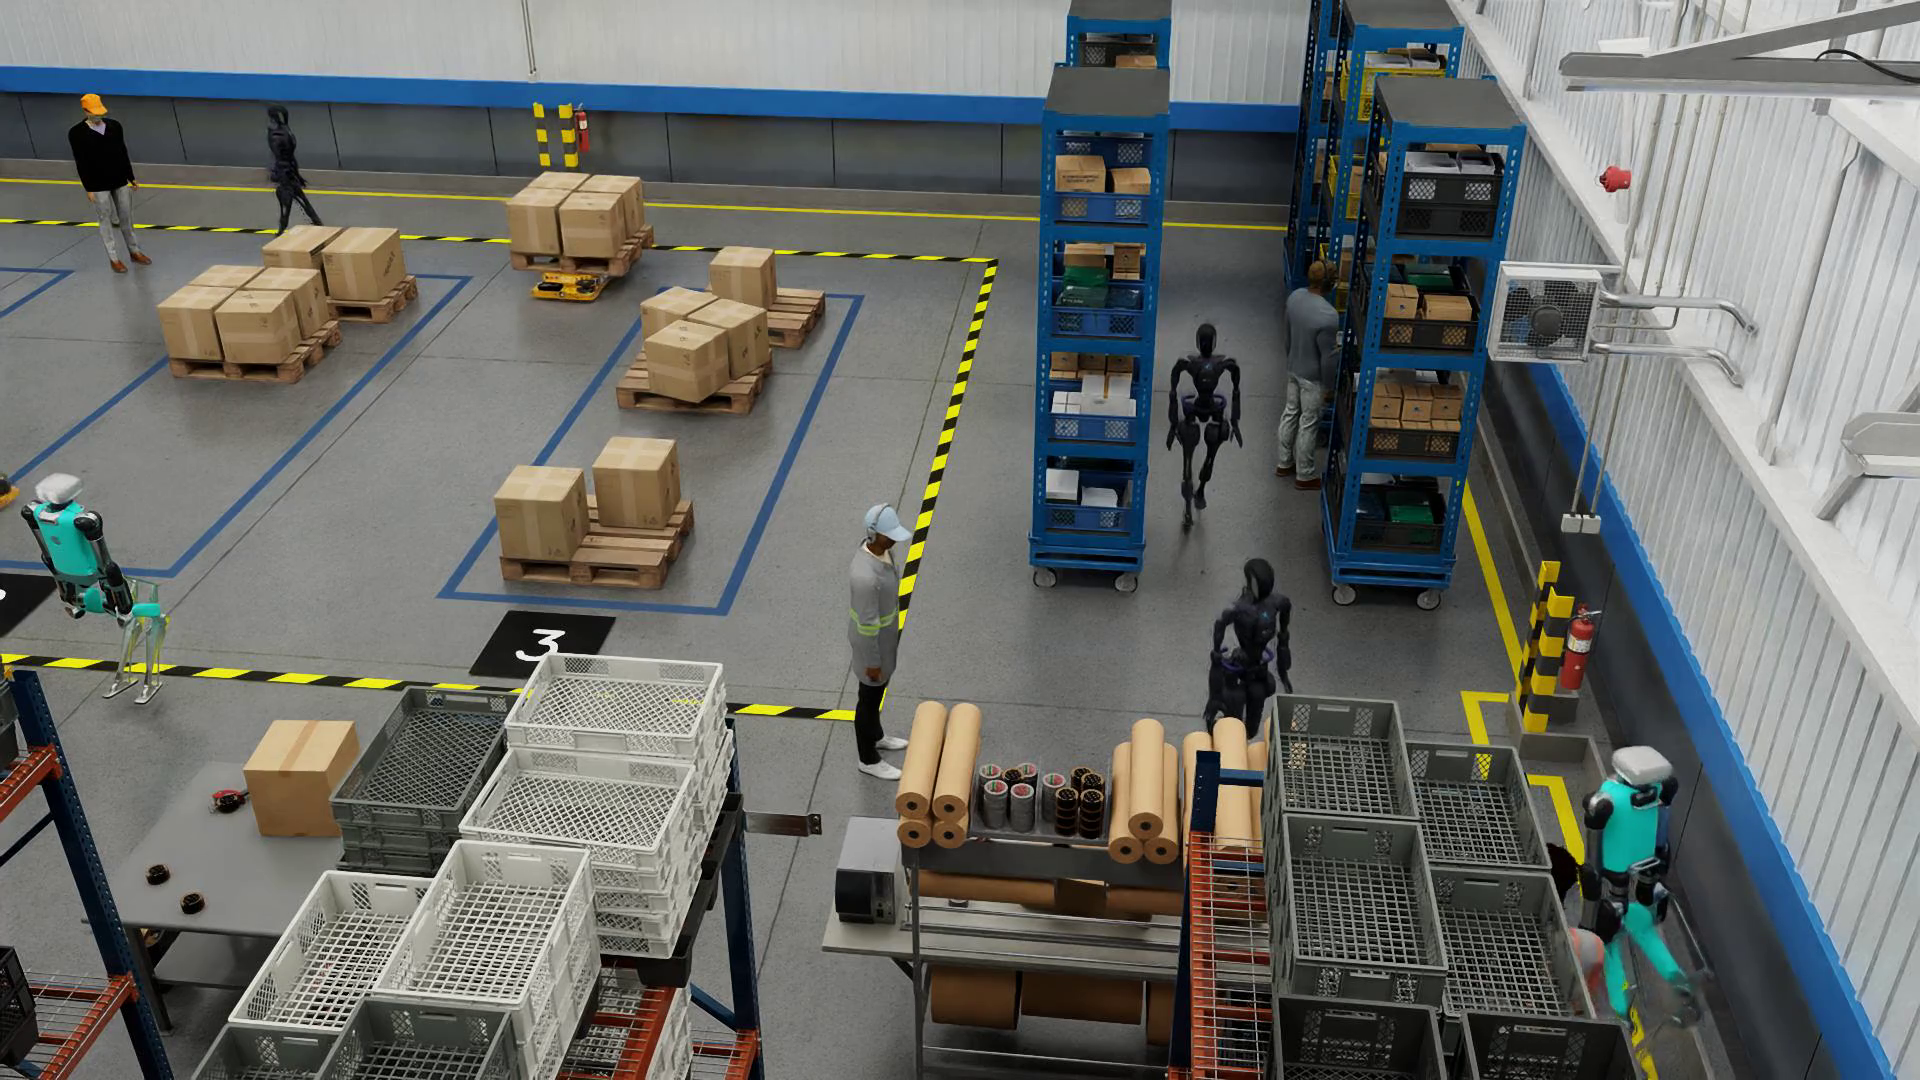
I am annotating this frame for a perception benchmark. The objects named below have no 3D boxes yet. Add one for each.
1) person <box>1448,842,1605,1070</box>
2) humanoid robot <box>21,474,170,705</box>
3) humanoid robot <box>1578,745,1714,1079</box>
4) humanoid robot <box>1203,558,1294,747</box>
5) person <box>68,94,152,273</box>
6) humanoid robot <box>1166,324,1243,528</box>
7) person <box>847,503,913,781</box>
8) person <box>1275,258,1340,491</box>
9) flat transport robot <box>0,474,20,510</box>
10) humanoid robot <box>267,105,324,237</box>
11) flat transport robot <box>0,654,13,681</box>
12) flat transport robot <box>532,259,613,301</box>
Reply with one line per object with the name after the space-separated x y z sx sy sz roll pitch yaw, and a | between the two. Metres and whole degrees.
2.425 2.117 7.382 0.600 1.926 0.750 -1 30 -2 | person
-5.413 0.253 10.650 0.533 1.673 0.735 9 31 15 | humanoid robot
3.301 1.916 7.967 0.546 1.803 0.859 -14 33 -23 | humanoid robot
1.675 0.787 9.945 0.601 1.624 0.699 -14 33 -22 | humanoid robot
-8.977 -3.776 17.560 0.382 1.879 0.585 19 35 29 | person
1.899 -0.884 12.823 0.595 1.632 0.747 1 30 1 | humanoid robot
-0.472 0.595 10.084 0.407 1.847 0.589 4 30 7 | person
2.801 -1.325 13.291 0.373 1.940 0.629 -12 32 -20 | person
-8.353 -0.327 13.208 1.431 0.197 0.652 3 30 6 | flat transport robot
-7.217 -3.898 18.007 0.794 1.620 0.616 -3 30 -5 | humanoid robot
-7.142 0.969 11.010 1.431 0.231 0.659 3 30 6 | flat transport robot
-3.970 -2.905 17.636 0.652 0.197 1.431 5 31 8 | flat transport robot
